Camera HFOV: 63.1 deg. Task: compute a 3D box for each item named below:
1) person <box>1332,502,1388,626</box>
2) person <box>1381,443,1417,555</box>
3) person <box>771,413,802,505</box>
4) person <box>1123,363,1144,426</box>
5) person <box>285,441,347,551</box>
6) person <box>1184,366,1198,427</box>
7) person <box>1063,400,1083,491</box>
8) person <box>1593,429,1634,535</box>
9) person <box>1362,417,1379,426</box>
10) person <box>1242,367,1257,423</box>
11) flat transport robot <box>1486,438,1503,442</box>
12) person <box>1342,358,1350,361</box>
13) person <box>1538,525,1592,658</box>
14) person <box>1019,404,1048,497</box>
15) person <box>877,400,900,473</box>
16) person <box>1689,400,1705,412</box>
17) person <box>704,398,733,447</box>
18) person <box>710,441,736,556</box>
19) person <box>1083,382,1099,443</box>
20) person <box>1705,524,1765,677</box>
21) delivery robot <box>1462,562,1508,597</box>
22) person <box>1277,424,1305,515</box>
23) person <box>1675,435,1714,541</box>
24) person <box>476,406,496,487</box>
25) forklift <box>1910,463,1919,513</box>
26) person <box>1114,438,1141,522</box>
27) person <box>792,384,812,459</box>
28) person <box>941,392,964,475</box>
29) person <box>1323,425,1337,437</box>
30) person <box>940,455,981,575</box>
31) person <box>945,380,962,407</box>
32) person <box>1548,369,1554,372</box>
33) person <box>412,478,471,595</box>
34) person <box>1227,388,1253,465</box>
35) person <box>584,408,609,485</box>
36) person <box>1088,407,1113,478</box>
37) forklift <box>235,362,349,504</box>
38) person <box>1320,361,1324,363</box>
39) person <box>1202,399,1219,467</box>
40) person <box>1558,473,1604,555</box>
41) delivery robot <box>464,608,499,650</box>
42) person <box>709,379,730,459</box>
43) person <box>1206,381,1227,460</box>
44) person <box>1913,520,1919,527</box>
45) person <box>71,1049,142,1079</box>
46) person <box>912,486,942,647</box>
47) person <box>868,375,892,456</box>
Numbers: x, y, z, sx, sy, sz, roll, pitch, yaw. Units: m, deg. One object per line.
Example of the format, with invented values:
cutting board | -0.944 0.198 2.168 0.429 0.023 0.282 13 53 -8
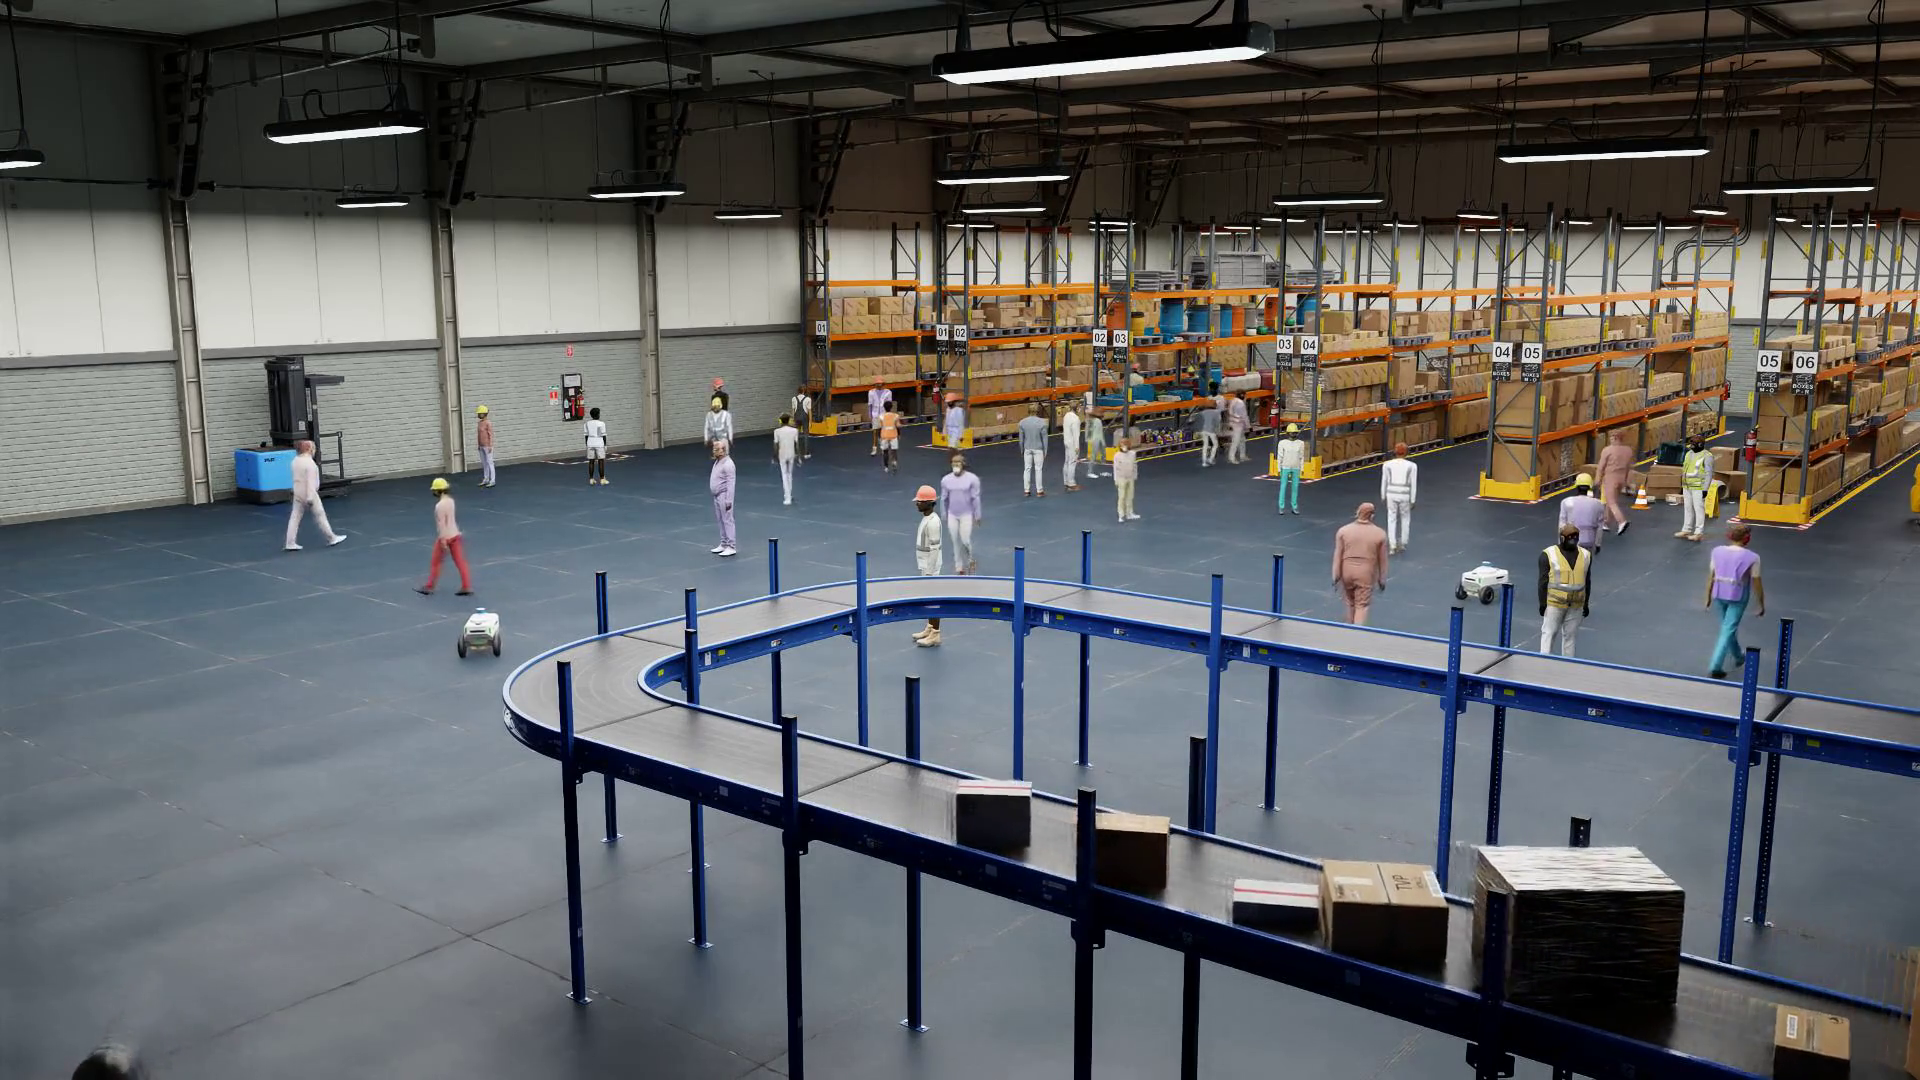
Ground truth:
person | 5.008 0.465 19.642 0.675 1.861 0.872 5 11 27
person | 7.379 -0.718 26.299 0.580 1.856 0.837 4 11 20
person | -3.541 -1.661 31.654 0.580 1.833 0.891 -5 11 -24
person | 5.051 -4.105 45.079 0.617 1.953 0.760 9 13 41
person | -11.053 -0.766 26.596 0.642 1.845 1.023 7 12 35
person | 6.861 -4.277 46.533 0.616 1.776 0.961 5 11 28
person | 2.403 -2.033 33.455 0.355 1.936 0.635 -3 11 -17
person | 11.789 -1.049 28.106 0.653 1.879 0.876 -4 11 -21
person | 12.322 -4.413 46.687 0.621 1.991 0.397 8 13 38
person | 8.553 -4.247 46.396 0.585 1.780 0.978 4 11 20
flat transport robot | 14.961 -2.716 42.107 0.652 0.197 1.431 -7 12 -33
person | 13.552 -5.755 54.594 0.537 1.869 0.312 6 12 32
person | 7.012 0.734 18.142 0.627 1.847 0.429 -1 10 -4
person | 1.532 -1.864 32.503 0.631 1.940 0.372 3 11 19
person | -1.642 -2.380 36.079 0.548 1.687 0.478 -2 10 -10
person | 21.630 -4.204 45.862 0.610 1.871 1.012 -7 12 -33
person | -5.516 -2.317 35.458 0.621 1.785 0.928 2 10 13
person | -3.957 -0.695 26.015 0.401 1.904 0.648 -5 11 -26
person | 3.547 -3.419 42.098 0.524 1.636 0.308 9 13 41
person | 9.181 0.700 18.476 0.977 1.789 0.592 -6 12 -32
delivery robot | 7.590 0.559 22.613 0.707 0.478 0.477 -7 12 -36
person | 6.396 -1.366 30.211 0.546 1.762 0.339 0 10 -2
person | 12.901 -0.924 27.483 0.429 1.842 0.633 -3 10 -14
person | -10.316 -2.036 33.952 0.533 1.767 0.312 10 14 44
forklift | 19.034 -1.348 28.998 2.313 2.155 1.214 8 13 37
person | 3.128 -1.130 29.329 0.606 1.596 0.414 -5 11 -26
person | -3.923 -2.947 38.883 0.507 1.842 0.332 2 10 9
person | -0.203 -2.399 35.582 0.601 1.913 0.548 -6 11 -29
person | 10.265 -3.665 43.513 0.355 1.631 0.514 -9 14 -43
person | -0.014 -0.349 24.010 0.663 1.924 0.440 4 11 24
person | -0.135 -3.930 44.257 0.565 1.904 0.957 5 11 26
person | 17.035 -4.107 45.167 0.567 1.915 0.568 8 13 39
person | -7.586 -0.043 22.864 0.887 1.724 0.540 2 10 9
person | 6.781 -2.744 37.767 0.701 1.816 0.667 0 10 -3
person | -7.961 -2.048 34.241 0.529 1.688 0.321 3 11 17
person | 3.204 -2.200 35.333 0.684 1.610 0.501 1 10 7
forklift | -13.803 -2.244 32.110 1.129 2.768 1.873 8 13 37
person | 12.369 -5.653 53.883 0.383 1.918 0.597 3 10 14
person | 5.949 -2.548 37.275 0.508 1.610 0.415 8 13 39
person | 8.754 -0.009 22.167 0.620 1.889 0.913 2 10 10
delivery robot | -5.992 1.095 19.596 0.477 0.478 0.707 -1 10 -8
person | -5.991 -2.993 38.807 0.437 1.988 0.642 5 11 24
person | 6.278 -2.942 38.523 0.469 1.945 0.632 -6 12 -30
person | 17.786 -1.057 28.145 0.600 1.887 1.048 -2 10 -13
person | -3.121 2.821 5.961 0.689 2.000 0.998 -3 11 -16
person | -0.415 0.322 19.904 0.373 2.044 0.606 -2 10 -9
person | -2.013 -3.130 39.336 0.615 2.038 0.395 1 10 5
